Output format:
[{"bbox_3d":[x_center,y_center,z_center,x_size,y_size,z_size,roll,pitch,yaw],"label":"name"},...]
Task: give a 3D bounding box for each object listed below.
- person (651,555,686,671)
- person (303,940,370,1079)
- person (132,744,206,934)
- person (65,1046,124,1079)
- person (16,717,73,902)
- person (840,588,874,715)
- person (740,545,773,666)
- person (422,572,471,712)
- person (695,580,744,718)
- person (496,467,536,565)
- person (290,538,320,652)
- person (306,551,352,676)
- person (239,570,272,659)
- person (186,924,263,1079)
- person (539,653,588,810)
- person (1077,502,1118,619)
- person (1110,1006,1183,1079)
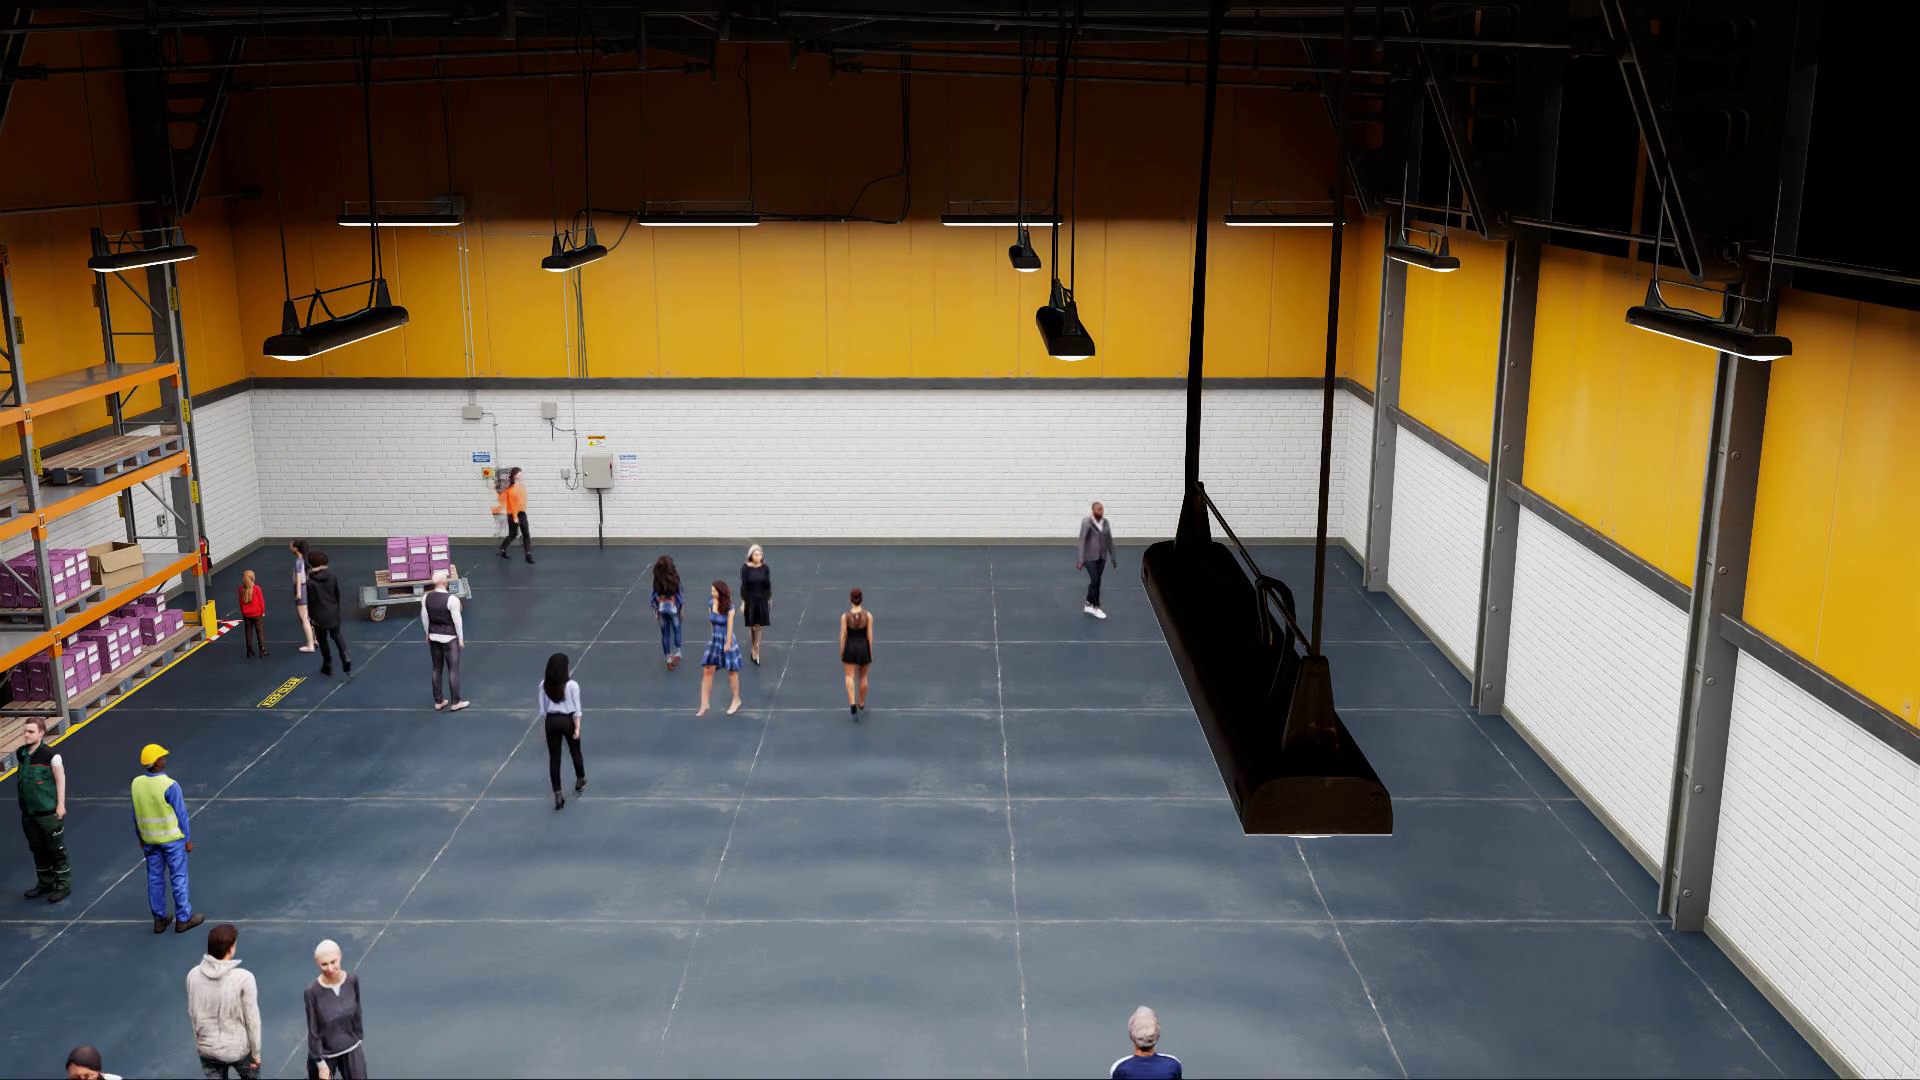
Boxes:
[{"bbox_3d":[-4.055,1.017,23.105,0.627,1.604,0.719,0,14,-1],"label":"person"},{"bbox_3d":[-4.562,3.662,12.013,1.015,1.683,1.140,-11,18,-39],"label":"person"},{"bbox_3d":[-7.412,2.761,15.460,0.687,1.813,0.587,1,14,5],"label":"person"},{"bbox_3d":[-5.533,3.994,10.649,0.758,1.681,0.773,-7,15,-26],"label":"person"},{"bbox_3d":[-8.895,2.587,16.113,0.714,1.843,0.693,4,14,17],"label":"person"},{"bbox_3d":[-1.322,1.440,21.223,0.632,1.668,0.917,-1,14,-6],"label":"person"},{"bbox_3d":[-2.889,0.897,23.321,0.739,1.736,0.801,-6,15,-24],"label":"person"},{"bbox_3d":[-6.663,1.300,21.471,0.742,1.822,0.671,3,14,13],"label":"person"},{"bbox_3d":[-2.961,1.377,21.234,0.922,1.785,1.024,9,16,33],"label":"person"},{"bbox_3d":[-7.726,-0.410,28.784,0.955,1.705,1.026,5,14,19],"label":"person"},{"bbox_3d":[-9.424,0.781,23.997,0.649,1.644,0.480,1,14,4],"label":"person"},{"bbox_3d":[-8.630,1.026,22.726,0.979,1.765,0.931,13,19,43],"label":"person"},{"bbox_3d":[-10.075,1.044,23.681,0.482,1.280,0.501,0,14,0],"label":"person"},{"bbox_3d":[-5.225,3.648,11.755,0.711,1.833,0.679,-2,14,-8],"label":"person"},{"bbox_3d":[-4.423,2.122,18.306,0.641,1.716,0.941,0,14,-1],"label":"person"},{"bbox_3d":[2.033,0.281,25.729,0.989,1.799,1.058,-9,16,-33],"label":"person"},{"bbox_3d":[1.217,3.922,10.695,0.681,1.799,1.203,-1,14,-3],"label":"person"}]
